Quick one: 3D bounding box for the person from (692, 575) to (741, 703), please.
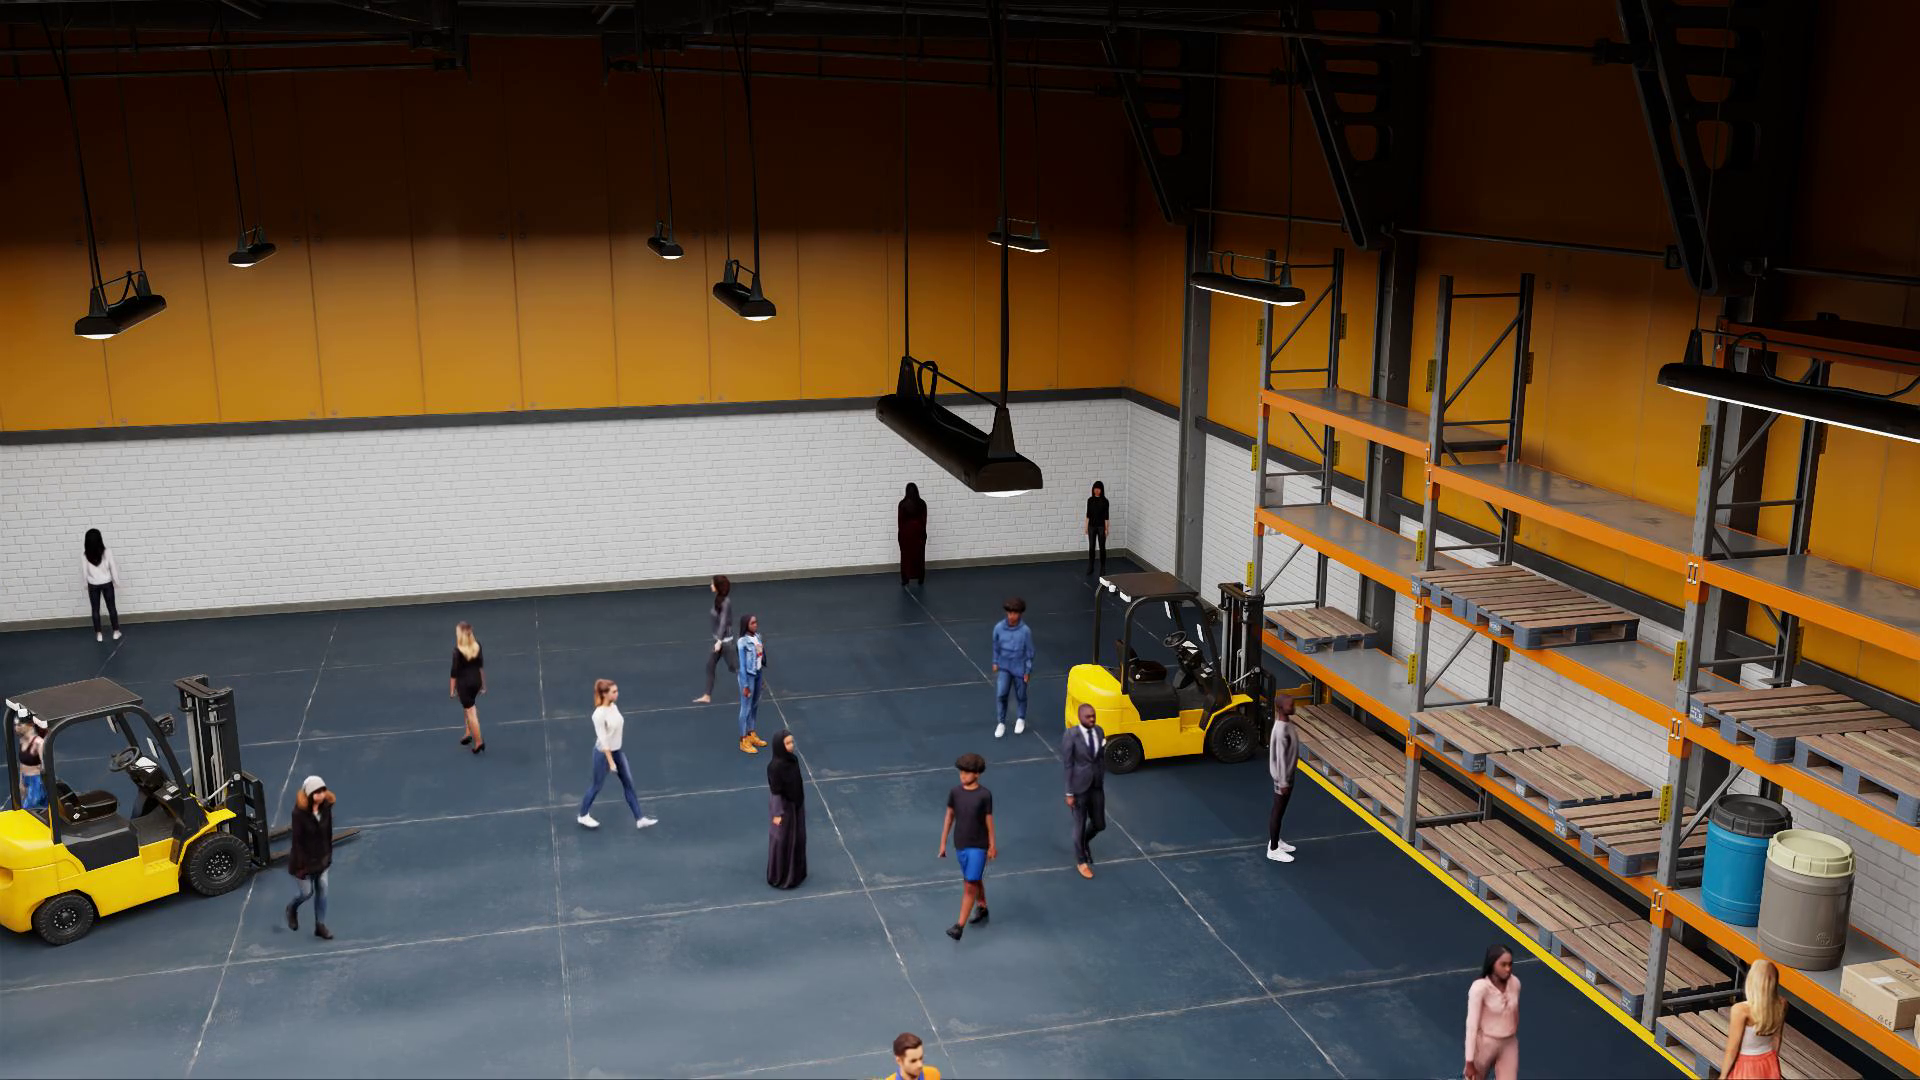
[{"bbox_3d":[-3.031,1.330,21.940,0.833,1.730,1.104,-7,15,-26],"label":"person"}]

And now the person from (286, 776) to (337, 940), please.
[{"bbox_3d":[-6.099,2.948,15.505,0.949,1.613,0.879,10,17,36],"label":"person"}]

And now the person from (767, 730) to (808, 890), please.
[{"bbox_3d":[-1.746,2.667,16.665,0.774,1.614,0.712,7,15,28],"label":"person"}]

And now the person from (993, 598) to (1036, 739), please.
[{"bbox_3d":[0.688,1.562,20.877,0.950,1.780,1.032,4,14,15],"label":"person"}]

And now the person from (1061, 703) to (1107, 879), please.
[{"bbox_3d":[1.223,2.506,16.916,0.773,1.809,0.803,-7,15,-27],"label":"person"}]

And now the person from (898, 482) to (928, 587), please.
[{"bbox_3d":[-0.787,-0.097,27.772,0.670,1.758,0.635,-5,14,-18],"label":"person"}]

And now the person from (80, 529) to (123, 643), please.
[{"bbox_3d":[-12.816,0.658,24.779,0.658,1.701,0.602,-6,15,-25],"label":"person"}]

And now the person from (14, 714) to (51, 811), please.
[{"bbox_3d":[-9.252,2.558,16.880,1.263,1.725,1.161,12,18,40],"label":"person"}]

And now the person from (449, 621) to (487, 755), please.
[{"bbox_3d":[-5.877,1.809,20.115,0.868,1.659,0.806,8,16,30],"label":"person"}]

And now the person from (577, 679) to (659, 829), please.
[{"bbox_3d":[-3.864,2.344,17.874,1.101,1.672,1.149,5,14,19],"label":"person"}]

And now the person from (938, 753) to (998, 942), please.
[{"bbox_3d":[0.149,2.838,15.665,1.104,1.752,1.156,8,16,30],"label":"person"}]

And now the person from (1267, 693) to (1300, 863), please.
[{"bbox_3d":[3.338,2.439,17.274,0.757,1.772,0.648,4,14,16],"label":"person"}]

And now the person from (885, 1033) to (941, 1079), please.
[{"bbox_3d":[-0.377,3.991,10.745,0.953,1.826,1.233,-9,16,-32],"label":"person"}]

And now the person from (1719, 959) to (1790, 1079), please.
[{"bbox_3d":[5.571,3.776,11.682,0.614,1.803,0.561,-4,14,-16],"label":"person"}]

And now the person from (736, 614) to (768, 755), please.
[{"bbox_3d":[-2.572,1.725,20.346,0.739,1.712,0.647,5,15,21],"label":"person"}]

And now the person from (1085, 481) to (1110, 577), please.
[{"bbox_3d":[2.365,-0.224,28.546,0.639,1.641,0.676,6,15,22],"label":"person"}]

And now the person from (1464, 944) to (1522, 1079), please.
[{"bbox_3d":[3.824,3.721,12.139,0.696,1.695,1.129,-5,15,-20],"label":"person"}]
